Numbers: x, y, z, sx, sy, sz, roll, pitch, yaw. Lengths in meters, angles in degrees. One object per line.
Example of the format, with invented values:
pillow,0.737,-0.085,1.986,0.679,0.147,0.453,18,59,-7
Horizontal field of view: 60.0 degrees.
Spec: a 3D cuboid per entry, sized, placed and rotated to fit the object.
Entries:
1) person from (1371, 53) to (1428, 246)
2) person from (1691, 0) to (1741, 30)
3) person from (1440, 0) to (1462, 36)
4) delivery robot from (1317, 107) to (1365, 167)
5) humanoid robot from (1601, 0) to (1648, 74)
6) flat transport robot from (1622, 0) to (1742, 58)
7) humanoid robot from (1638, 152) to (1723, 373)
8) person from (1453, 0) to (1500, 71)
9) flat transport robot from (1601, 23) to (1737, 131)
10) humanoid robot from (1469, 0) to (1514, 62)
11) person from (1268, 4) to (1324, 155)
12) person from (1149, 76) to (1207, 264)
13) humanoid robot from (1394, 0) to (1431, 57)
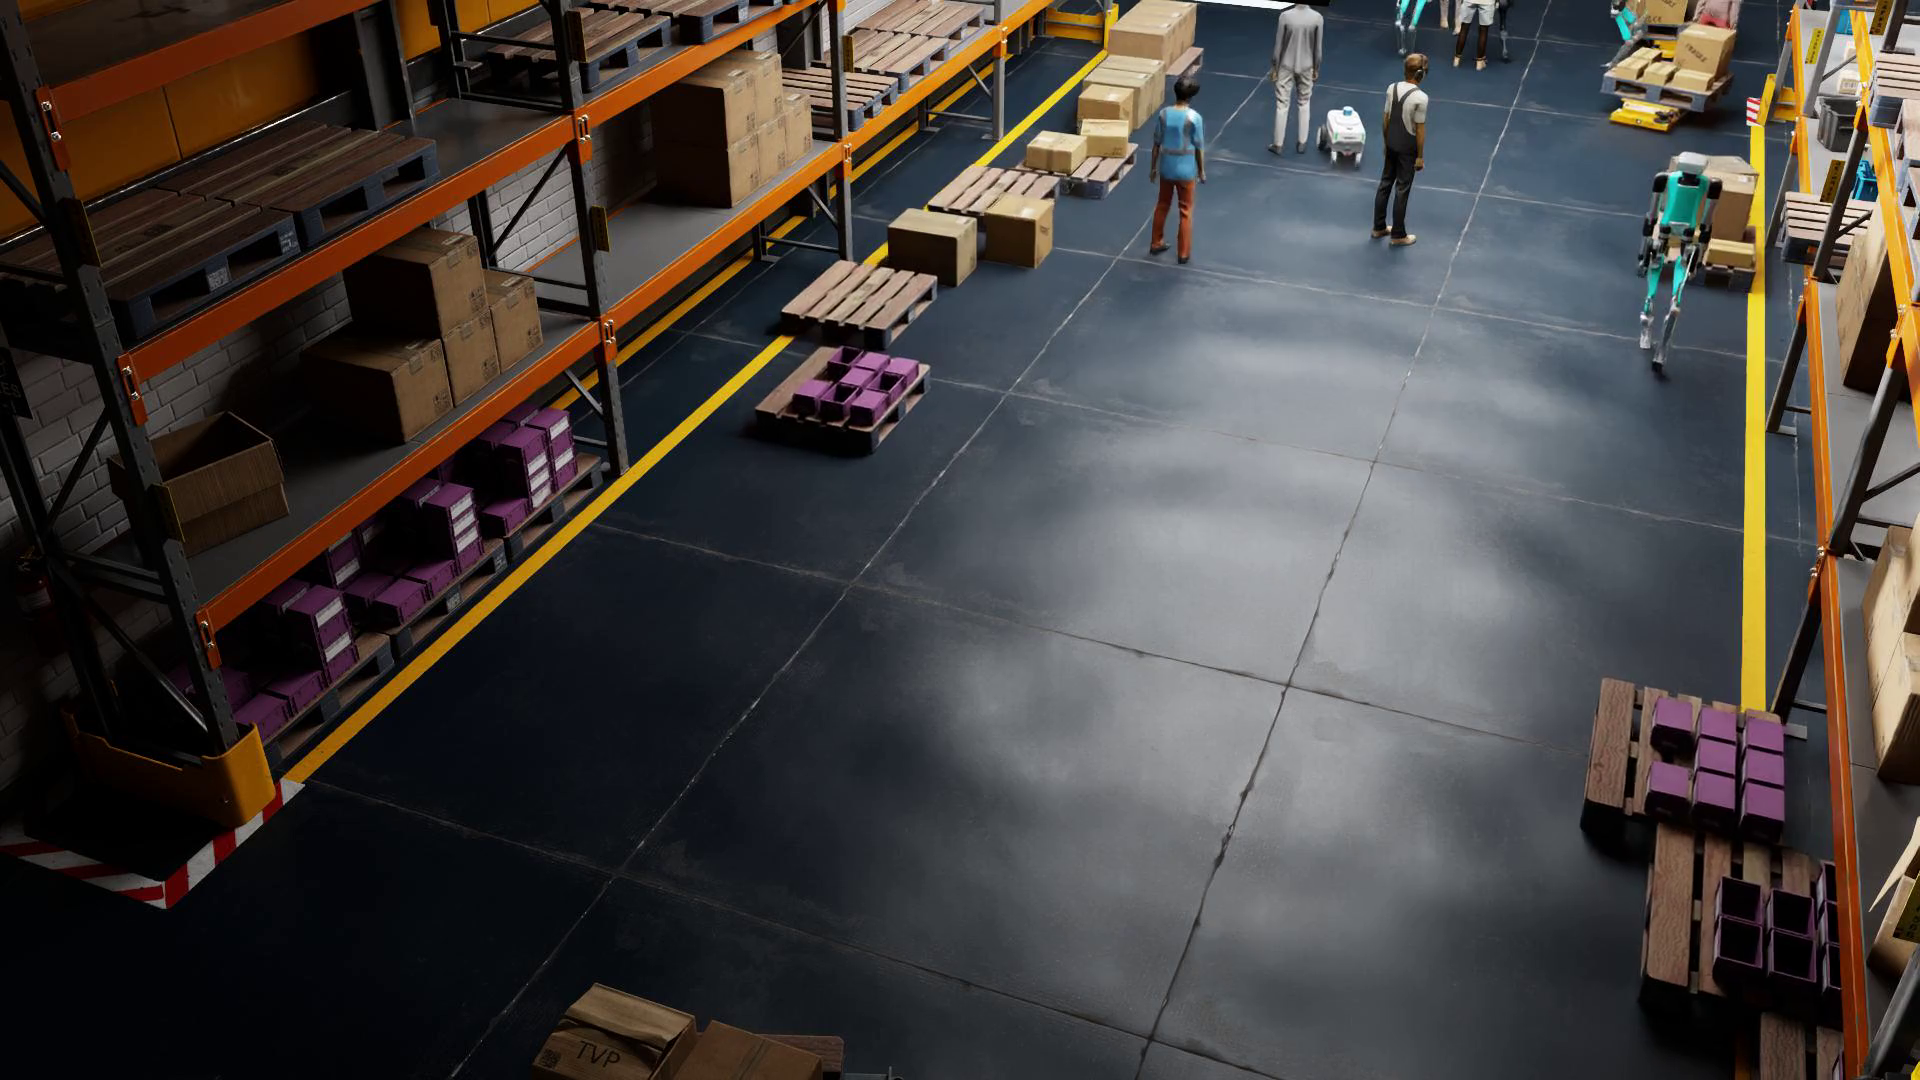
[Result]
person,4.239,-3.731,15.917,0.343,1.843,0.507,-19,37,-26
person,9.057,-6.254,19.935,0.324,1.722,0.643,-15,36,-22
person,6.569,-7.553,21.931,0.468,1.719,0.914,3,33,5
delivery robot,4.209,-4.433,18.207,0.499,0.614,0.818,2,33,3
humanoid robot,8.279,-6.606,20.504,0.664,1.842,0.538,11,34,16
flat transport robot,9.329,-6.578,21.773,0.659,0.231,1.431,6,33,9
humanoid robot,5.848,-2.223,13.700,0.530,1.772,0.980,12,35,17
person,6.458,-6.710,20.668,0.531,1.690,0.322,17,36,24
flat transport robot,8.225,-5.127,19.527,0.659,0.231,1.431,23,39,31
humanoid robot,6.754,-6.834,20.877,0.601,1.647,0.462,-9,34,-13
person,3.636,-5.106,18.008,0.546,1.889,0.410,3,33,5
person,2.021,-3.467,15.586,0.529,1.758,0.365,24,40,32
humanoid robot,5.720,-6.913,21.016,0.546,1.872,0.688,22,39,30
